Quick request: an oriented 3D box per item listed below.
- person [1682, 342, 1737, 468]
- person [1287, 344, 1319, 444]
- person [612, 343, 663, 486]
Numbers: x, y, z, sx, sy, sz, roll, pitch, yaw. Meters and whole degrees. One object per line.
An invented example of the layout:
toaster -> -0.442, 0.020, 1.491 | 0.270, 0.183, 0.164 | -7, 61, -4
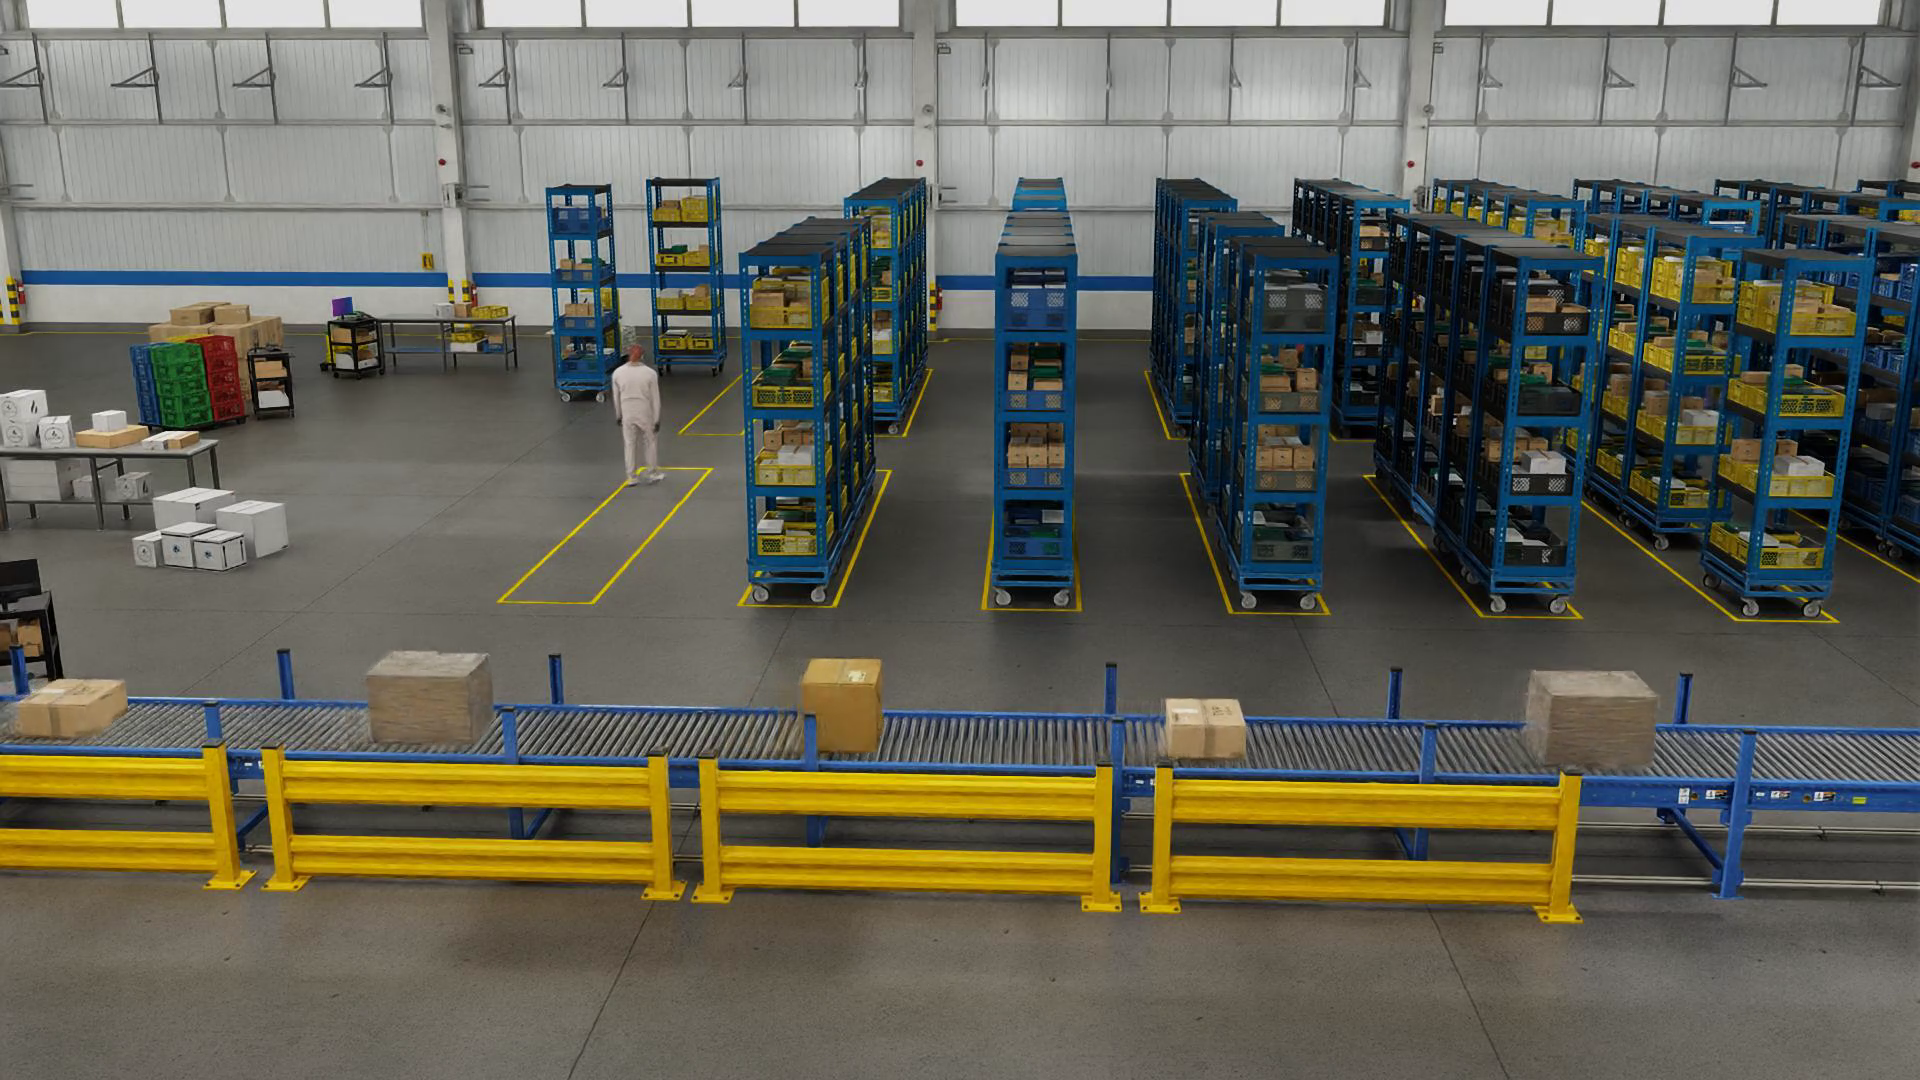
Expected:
person -> 10.536, -1.845, 22.983 | 0.963, 1.797, 0.575 | 1, 15, 5
person -> 4.419, -1.633, 21.893 | 0.629, 1.964, 0.693 | -1, 15, -2
person -> -4.268, -1.668, 22.127 | 0.649, 1.905, 0.405 | 2, 15, 7
